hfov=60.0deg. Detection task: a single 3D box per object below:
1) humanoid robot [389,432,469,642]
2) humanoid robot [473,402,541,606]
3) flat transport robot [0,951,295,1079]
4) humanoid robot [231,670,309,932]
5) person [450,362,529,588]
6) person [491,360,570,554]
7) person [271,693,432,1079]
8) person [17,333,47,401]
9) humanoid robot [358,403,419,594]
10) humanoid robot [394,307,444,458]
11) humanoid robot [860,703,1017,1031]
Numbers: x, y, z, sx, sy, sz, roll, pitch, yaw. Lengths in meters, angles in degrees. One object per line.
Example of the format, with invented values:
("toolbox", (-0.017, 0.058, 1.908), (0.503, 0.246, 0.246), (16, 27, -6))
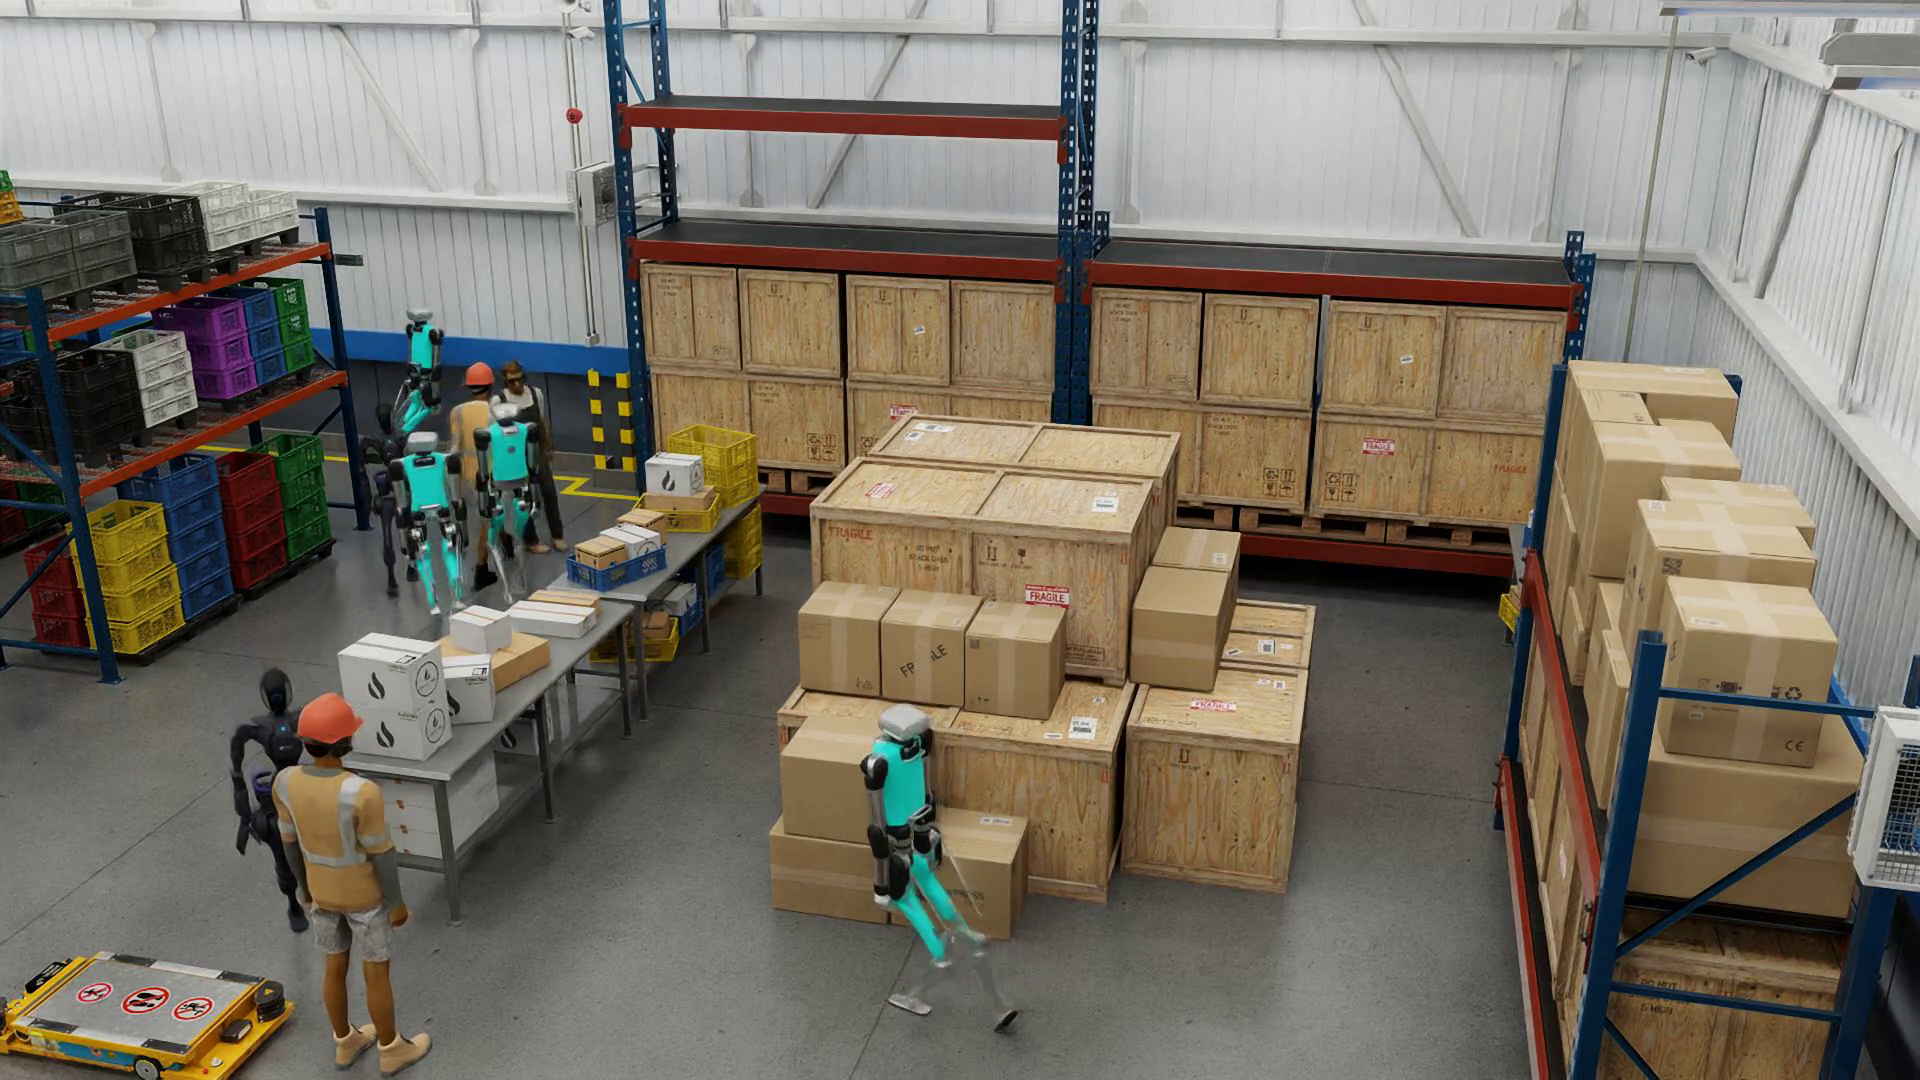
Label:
("humanoid robot", (-4.009, 0.105, 12.759), (0.541, 1.812, 0.681), (-8, 22, -20))
("humanoid robot", (-3.788, -0.298, 13.835), (0.542, 1.843, 0.657), (-13, 25, -31))
("flat transport robot", (-4.270, 2.464, 8.601), (1.431, 0.231, 0.659), (5, 22, 13))
("humanoid robot", (-3.686, 1.500, 9.168), (0.603, 1.636, 0.676), (-12, 24, -29))
("person", (-4.070, -0.598, 14.366), (0.558, 1.878, 1.035), (5, 22, 14))
("person", (-3.797, -0.705, 14.727), (0.567, 1.821, 0.569), (-16, 26, -36))
("person", (-2.979, 1.693, 8.133), (0.604, 2.045, 0.378), (7, 22, 17))
("person", (-10.060, -1.933, 17.911), (0.565, 1.836, 0.384), (-6, 22, -14))
("humanoid robot", (-4.743, -0.368, 14.067), (0.596, 1.634, 0.655), (-8, 22, -19))
("humanoid robot", (-5.537, -1.391, 16.625), (0.589, 1.773, 0.874), (17, 27, 38))
("humanoid robot", (-0.047, 1.755, 8.477), (0.875, 1.833, 0.546), (12, 24, 29))
